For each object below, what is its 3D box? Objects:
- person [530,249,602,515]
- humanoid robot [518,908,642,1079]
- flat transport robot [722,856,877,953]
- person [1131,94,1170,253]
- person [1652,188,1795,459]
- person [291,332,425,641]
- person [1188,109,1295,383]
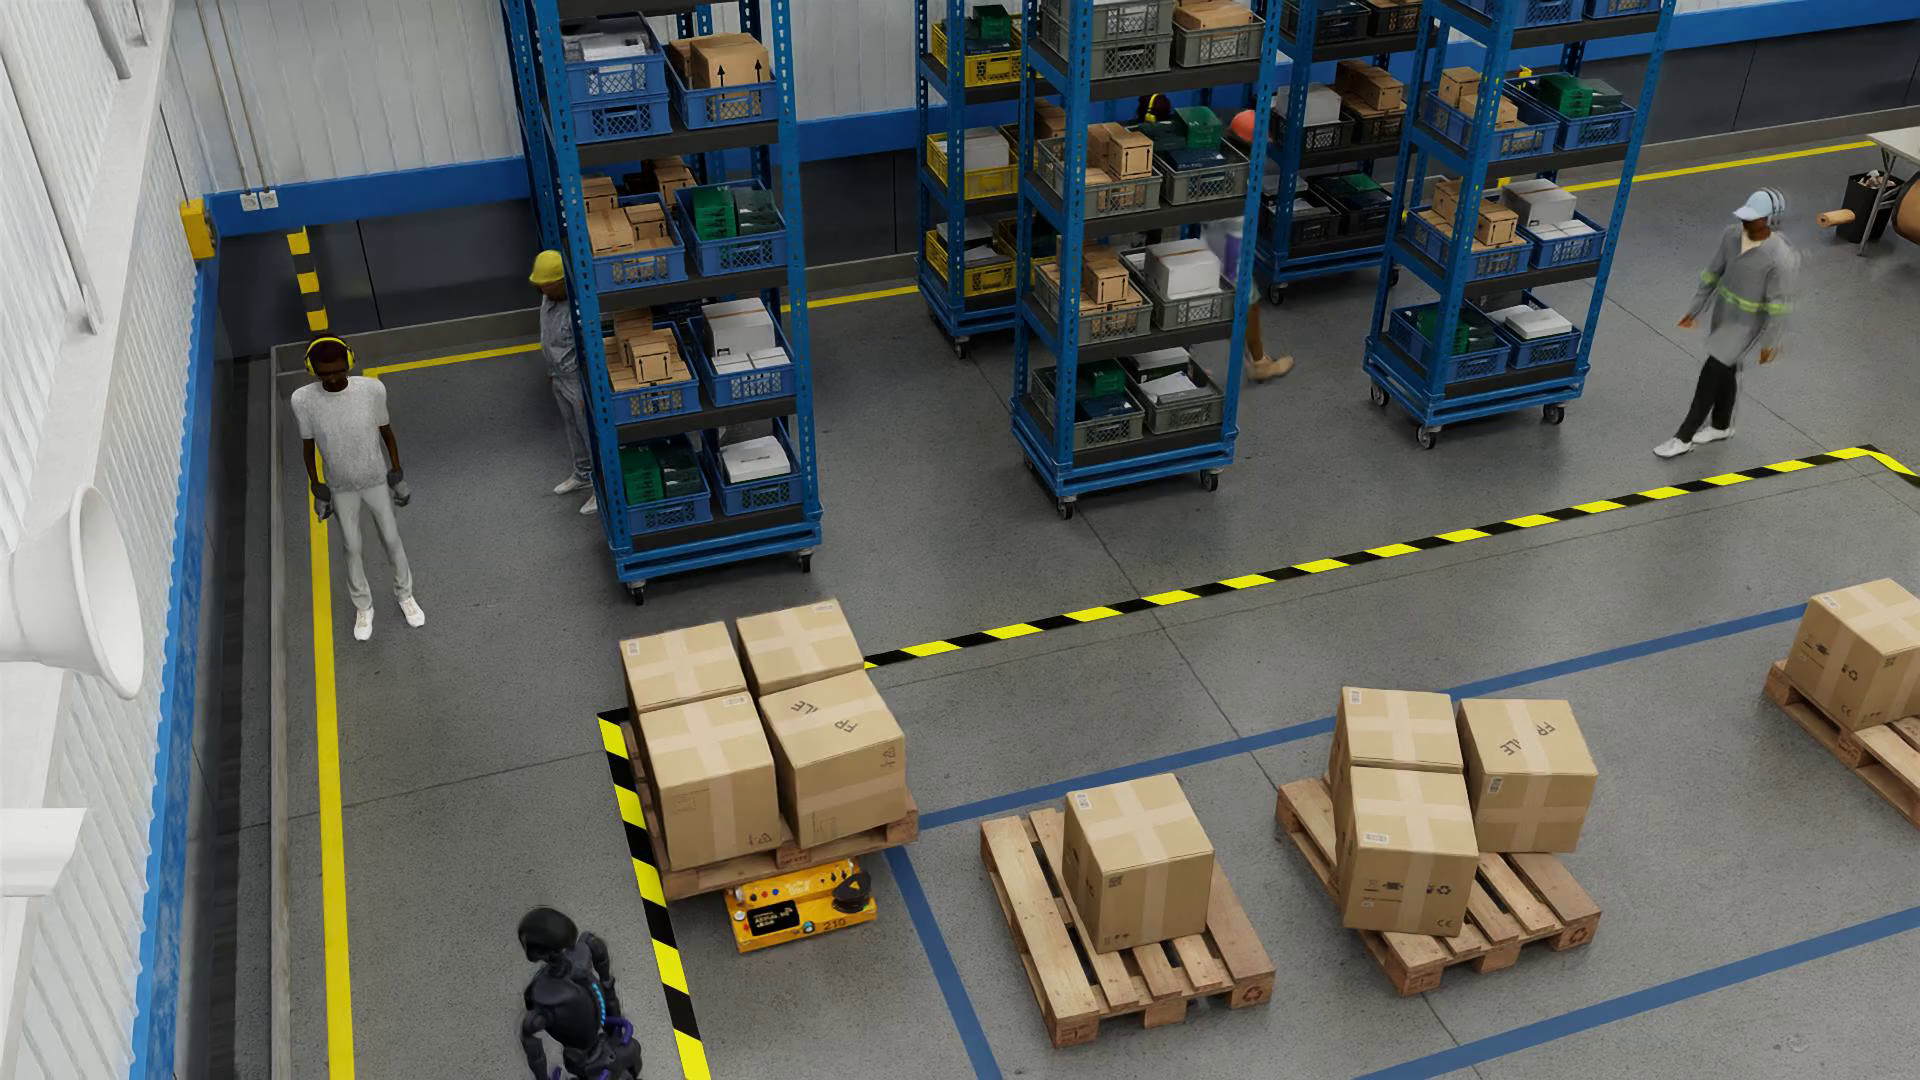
[{"bbox_3d":[-2.379,-0.972,10.152,0.295,1.744,0.483,-25,42,-31],"label":"person"},{"bbox_3d":[-1.289,1.984,6.018,0.472,1.640,0.592,10,36,14],"label":"humanoid robot"},{"bbox_3d":[-0.918,1.351,8.115,0.652,0.197,1.431,-11,37,-15],"label":"flat transport robot"},{"bbox_3d":[1.349,-2.299,11.927,0.311,1.868,0.527,13,37,18],"label":"person"},{"bbox_3d":[4.846,-1.374,10.647,0.791,1.823,0.621,-9,36,-12],"label":"person"},{"bbox_3d":[-3.285,-0.290,9.083,0.505,1.865,0.329,-14,37,-18],"label":"person"},{"bbox_3d":[1.929,-1.965,11.350,0.967,1.995,0.605,-10,37,-14],"label":"person"}]
